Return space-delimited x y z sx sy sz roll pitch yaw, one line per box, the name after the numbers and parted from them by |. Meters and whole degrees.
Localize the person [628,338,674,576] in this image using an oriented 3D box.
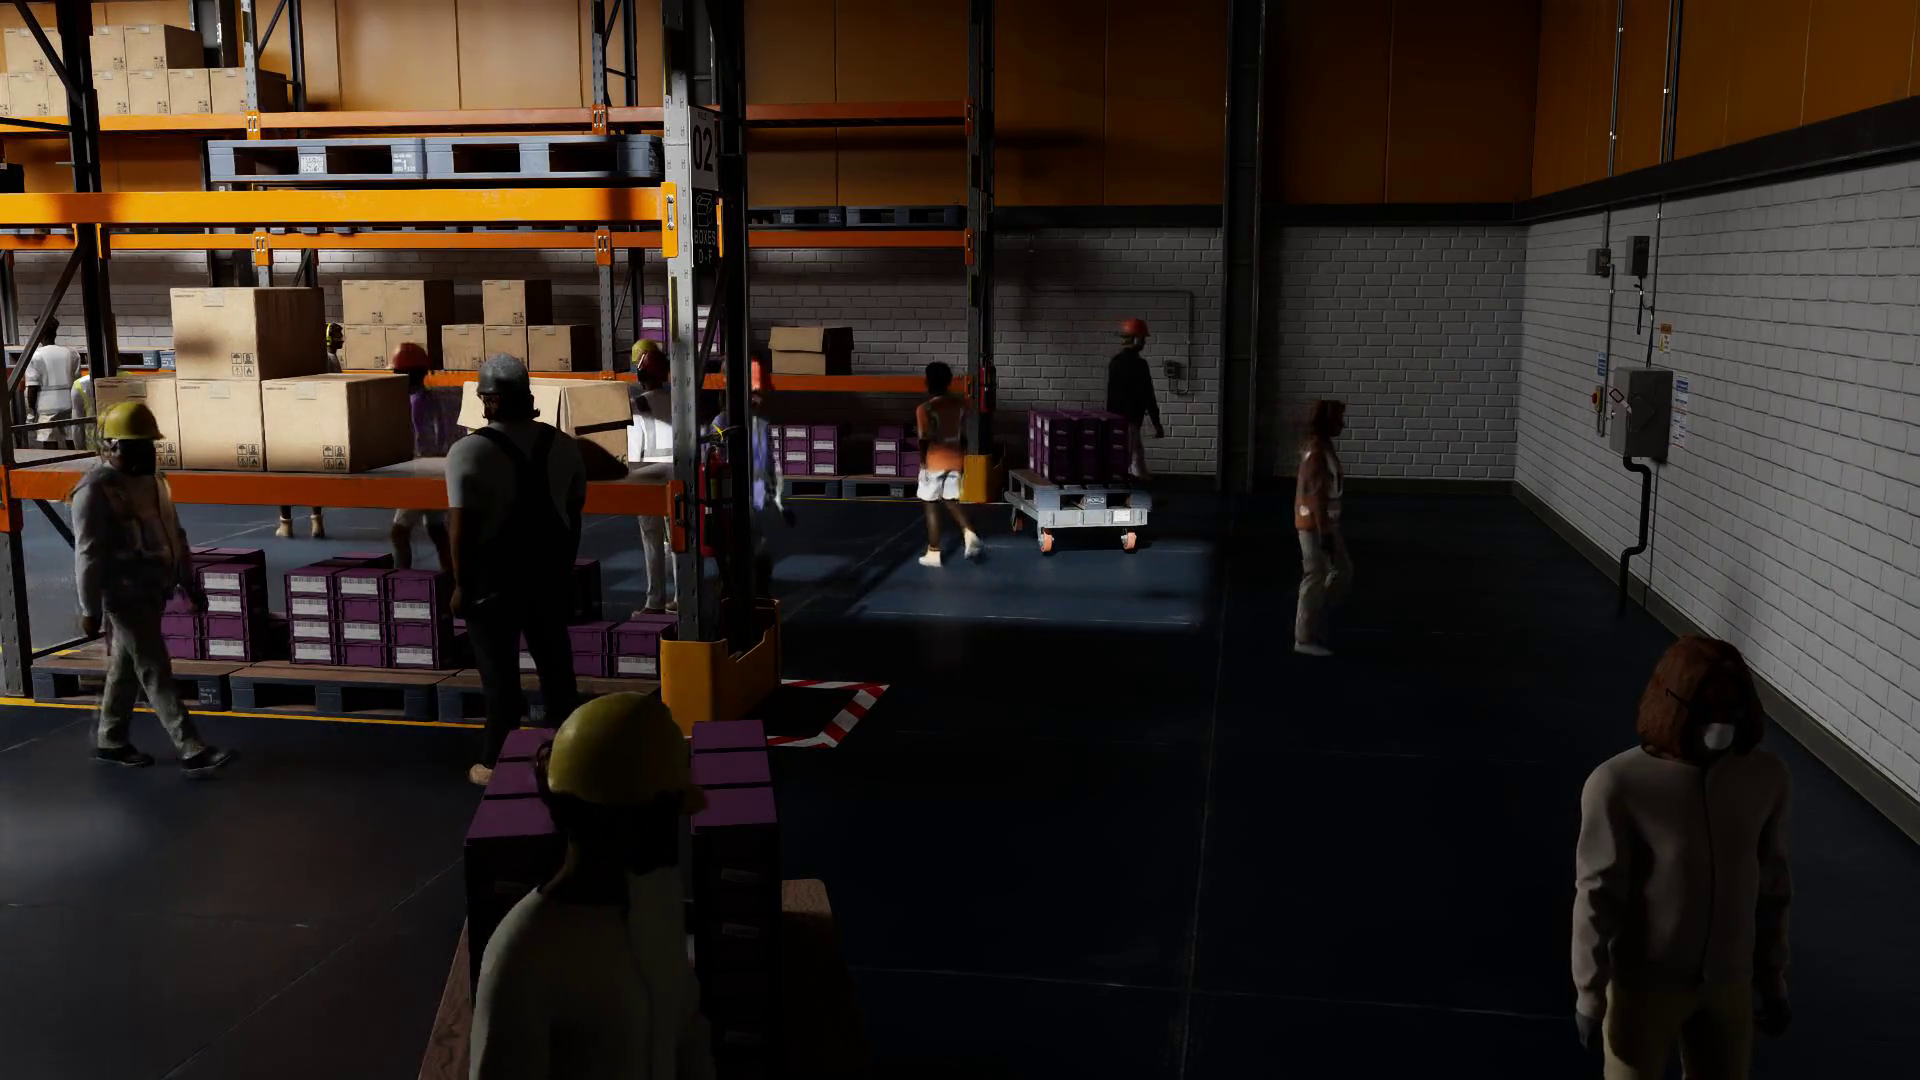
-2.381 -0.648 13.190 0.625 1.893 0.784 -6 11 -32 | person

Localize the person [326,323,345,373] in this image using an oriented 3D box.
-6.655 -1.372 17.725 0.313 1.869 0.538 -2 9 -14 | person

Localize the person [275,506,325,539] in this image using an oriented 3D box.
-6.050 -1.028 15.056 0.614 2.042 0.388 -6 11 -32 | person

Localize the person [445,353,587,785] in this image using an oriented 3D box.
-2.125 0.136 7.840 0.684 2.000 0.536 -9 13 -43 | person

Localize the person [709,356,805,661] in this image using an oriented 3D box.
-1.240 -0.194 10.347 0.841 1.886 0.573 3 10 17 | person

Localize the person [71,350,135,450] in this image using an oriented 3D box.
-7.064 -0.734 13.904 0.621 1.835 0.430 -8 12 -41 | person

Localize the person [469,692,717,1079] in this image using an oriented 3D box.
-0.508 1.106 2.729 0.715 1.738 0.544 3 10 18 | person

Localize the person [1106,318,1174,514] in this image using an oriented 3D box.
1.780 -1.175 16.254 0.953 1.955 0.619 -3 10 -20 | person

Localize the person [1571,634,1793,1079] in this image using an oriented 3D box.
1.615 1.006 3.736 0.511 1.623 0.288 -1 9 -9 | person

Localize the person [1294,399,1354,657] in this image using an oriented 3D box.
2.275 -0.069 10.398 0.384 1.623 0.538 3 10 18 | person

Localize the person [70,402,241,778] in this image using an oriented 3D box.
-3.824 0.242 7.930 0.893 1.787 0.617 1 9 7 | person

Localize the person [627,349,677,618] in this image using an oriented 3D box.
-2.077 -0.367 11.451 0.356 1.881 0.575 8 12 40 | person

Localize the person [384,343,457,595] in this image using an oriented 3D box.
-3.881 -0.407 11.592 0.780 1.913 0.570 -2 9 -10 | person

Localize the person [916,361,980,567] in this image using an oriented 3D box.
-0.112 -0.606 13.512 0.536 1.687 0.478 -8 12 -40 | person

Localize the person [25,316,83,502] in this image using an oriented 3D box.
-9.498 -1.378 17.460 0.368 1.967 0.600 6 11 33 | person
